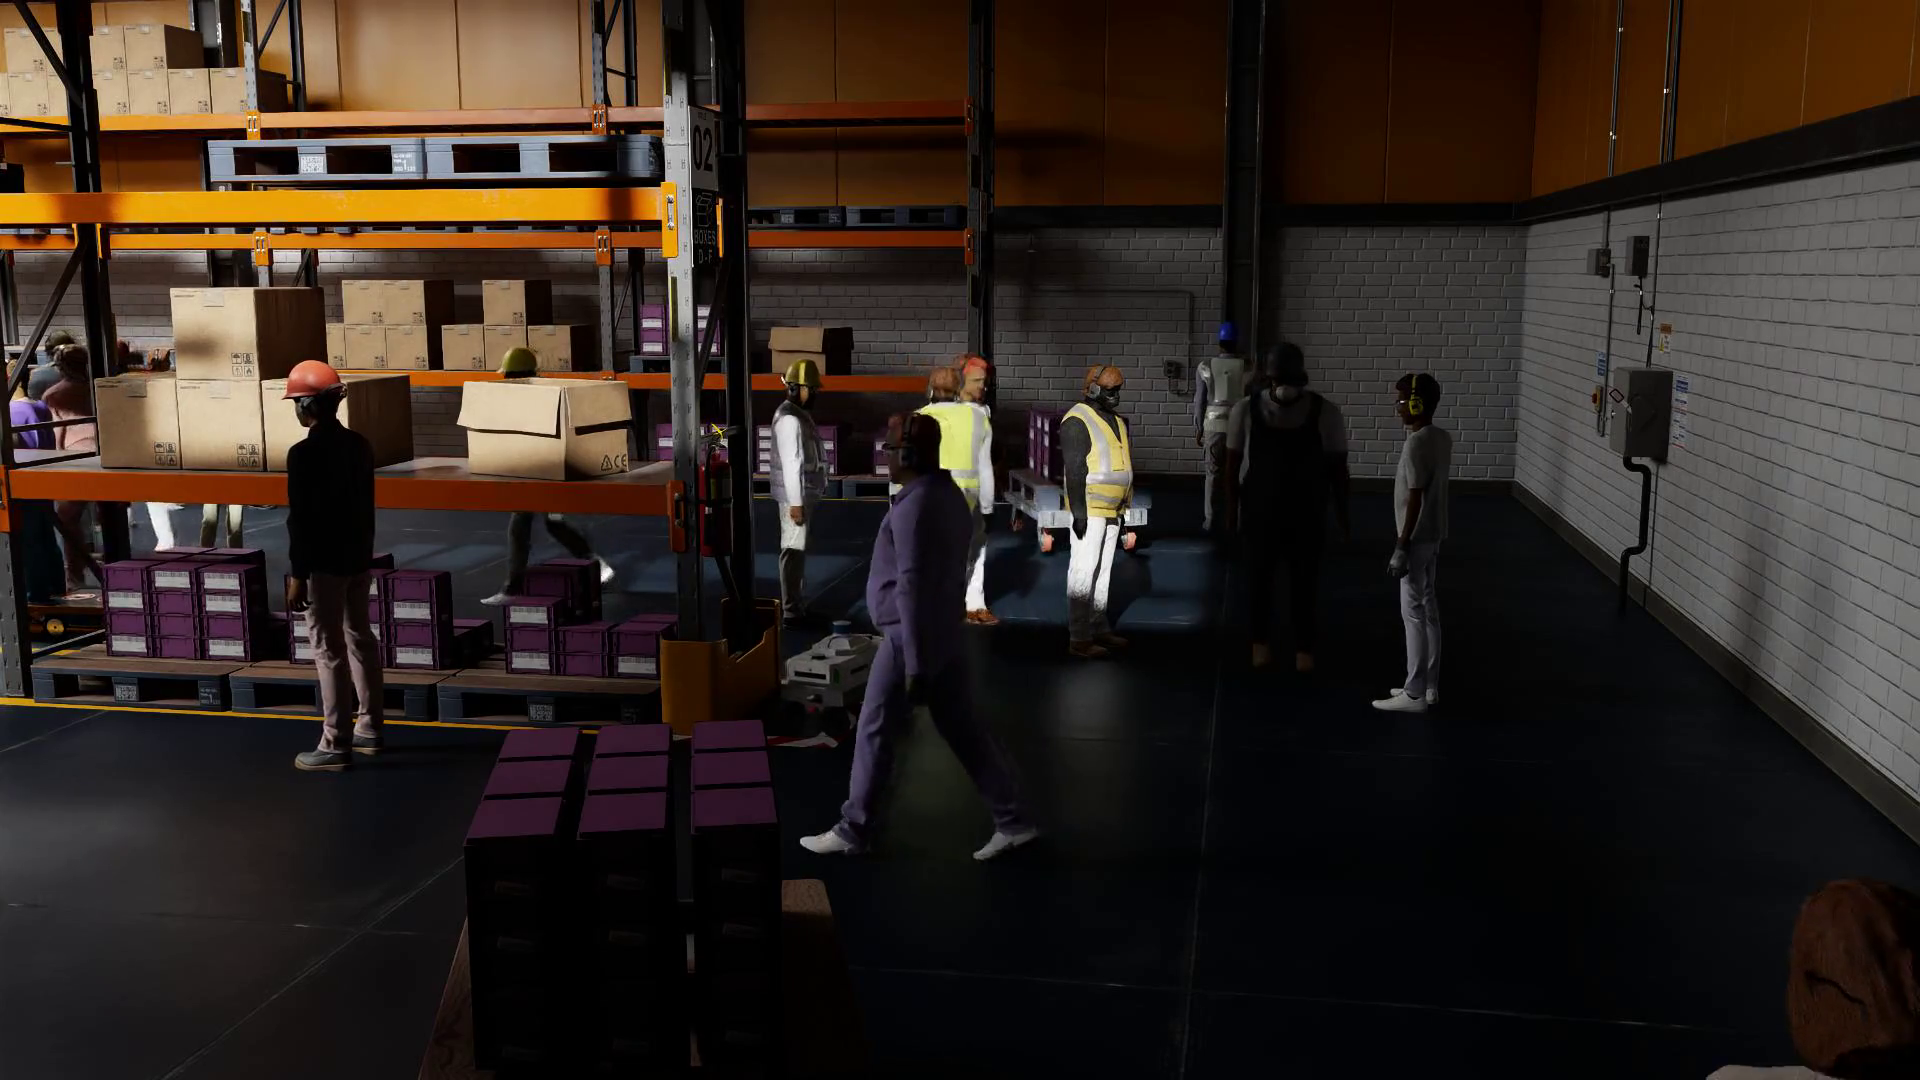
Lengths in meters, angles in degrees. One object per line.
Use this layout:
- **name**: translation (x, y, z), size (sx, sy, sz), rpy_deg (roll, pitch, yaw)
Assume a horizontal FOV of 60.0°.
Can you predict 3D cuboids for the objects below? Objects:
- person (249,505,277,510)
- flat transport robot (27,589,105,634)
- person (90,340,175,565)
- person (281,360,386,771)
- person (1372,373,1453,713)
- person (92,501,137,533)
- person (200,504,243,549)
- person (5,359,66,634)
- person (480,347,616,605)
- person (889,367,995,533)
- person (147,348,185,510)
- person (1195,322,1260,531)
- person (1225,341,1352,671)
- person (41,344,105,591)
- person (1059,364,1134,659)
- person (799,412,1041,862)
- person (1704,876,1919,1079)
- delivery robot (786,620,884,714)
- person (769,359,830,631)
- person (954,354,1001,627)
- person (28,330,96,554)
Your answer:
- **person**: translation (-7.112, -1.228, 16.947), size (0.403, 1.830, 0.600), rpy_deg (-1, 9, -3)
- **flat transport robot**: translation (-5.575, 0.483, 11.164), size (1.431, 0.197, 0.652), rpy_deg (1, 9, 8)
- **person**: translation (-6.862, -0.705, 13.642), size (0.795, 1.849, 0.613), rpy_deg (-1, 9, -5)
- **person**: translation (-3.070, 0.122, 8.102), size (0.400, 1.986, 0.617), rpy_deg (2, 9, 11)
- **person**: translation (2.497, 0.020, 9.129), size (0.329, 1.859, 0.507), rpy_deg (6, 11, 34)
- **person**: translation (-7.898, -0.975, 15.381), size (0.340, 1.840, 0.512), rpy_deg (-1, 9, -5)
- **person**: translation (-5.458, -0.508, 12.363), size (0.335, 1.873, 0.521), rpy_deg (6, 11, 34)
- **person**: translation (-6.209, -0.291, 11.125), size (0.378, 1.836, 0.561), rpy_deg (-1, 9, -6)
- **person**: translation (-3.014, -0.477, 12.169), size (0.956, 1.885, 0.607), rpy_deg (-3, 10, -19)
- **person**: translation (-0.148, -0.222, 10.822), size (0.662, 1.796, 0.781), rpy_deg (-3, 10, -19)
- **person**: translation (-8.086, -1.121, 16.878), size (0.308, 1.640, 0.511), rpy_deg (-3, 10, -21)
- **person**: translation (2.487, -1.050, 15.488), size (0.605, 1.948, 0.390), rpy_deg (1, 9, 7)
- **person**: translation (1.960, -0.206, 9.962), size (0.742, 2.000, 0.542), rpy_deg (1, 9, 8)
- **person**: translation (-6.534, -0.520, 12.417), size (0.777, 1.873, 0.654), rpy_deg (8, 12, 40)
- **person**: translation (0.875, -0.187, 10.479), size (0.429, 1.838, 0.622), rpy_deg (5, 11, 30)
- **person**: translation (-0.131, 0.405, 6.743), size (0.994, 1.862, 0.660), rpy_deg (3, 10, 18)
- **person**: translation (1.212, 1.253, 2.228), size (0.528, 1.604, 0.406), rpy_deg (7, 12, 39)
- **delivery robot**: translation (-0.623, 0.672, 8.823), size (0.477, 0.478, 0.707), rpy_deg (4, 10, 25)
- **person**: translation (-1.080, -0.306, 11.253), size (0.403, 1.824, 0.586), rpy_deg (0, 9, -1)
- **person**: translation (-0.064, -0.348, 11.416), size (0.784, 1.861, 0.615), rpy_deg (8, 12, 40)
- **person**: translation (-7.749, -0.846, 14.358), size (0.879, 1.901, 0.644), rpy_deg (5, 11, 30)
